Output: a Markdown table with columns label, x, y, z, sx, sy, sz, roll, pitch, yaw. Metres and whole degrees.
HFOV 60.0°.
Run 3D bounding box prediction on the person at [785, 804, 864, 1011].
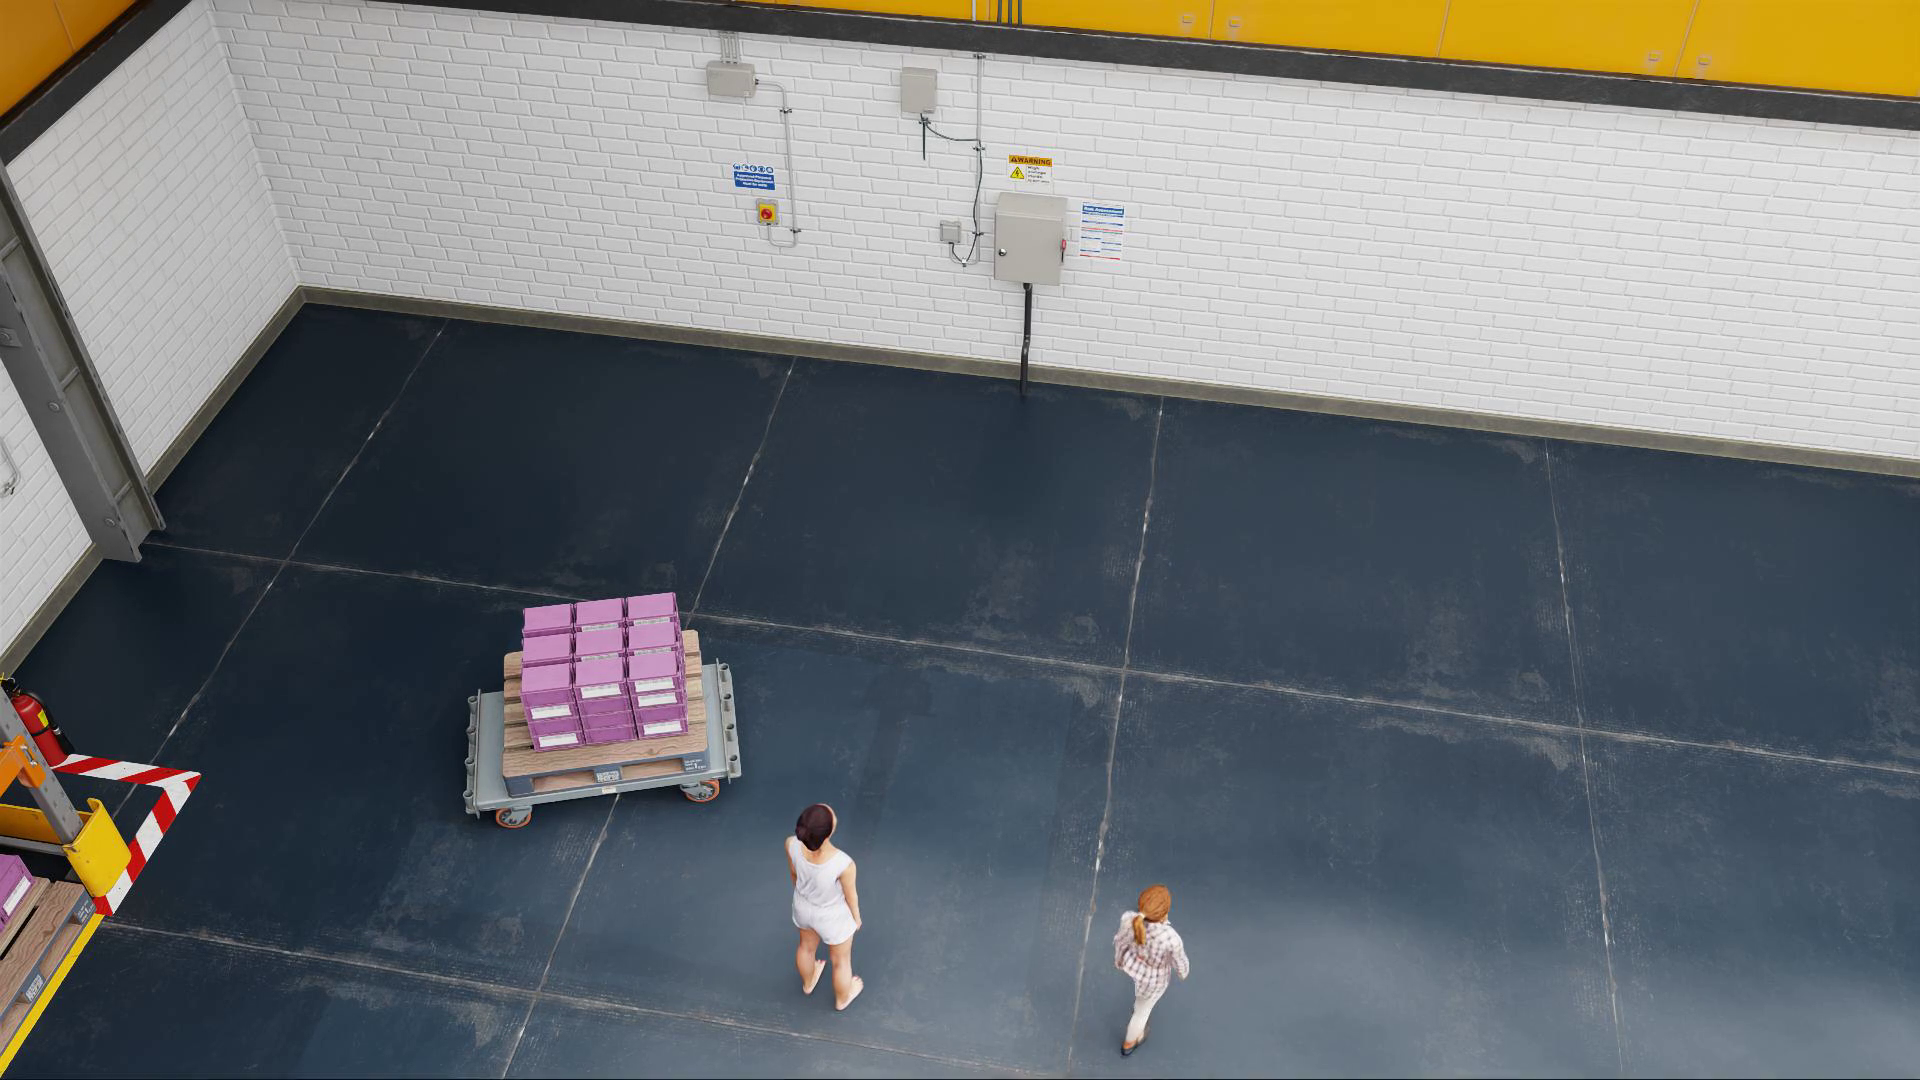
| label | x | y | z | sx | sy | sz | roll | pitch | yaw |
| --- | --- | --- | --- | --- | --- | --- | --- | --- | --- |
| person | -0.728 | 1.946 | 8.811 | 0.608 | 1.609 | 0.594 | 18 | 47 | 18 |

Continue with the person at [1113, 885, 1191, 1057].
| label | x | y | z | sx | sy | sz | roll | pitch | yaw |
| --- | --- | --- | --- | --- | --- | --- | --- | --- | --- |
| person | 0.941 | 2.282 | 8.688 | 0.737 | 1.292 | 0.844 | 32 | 52 | 29 |
